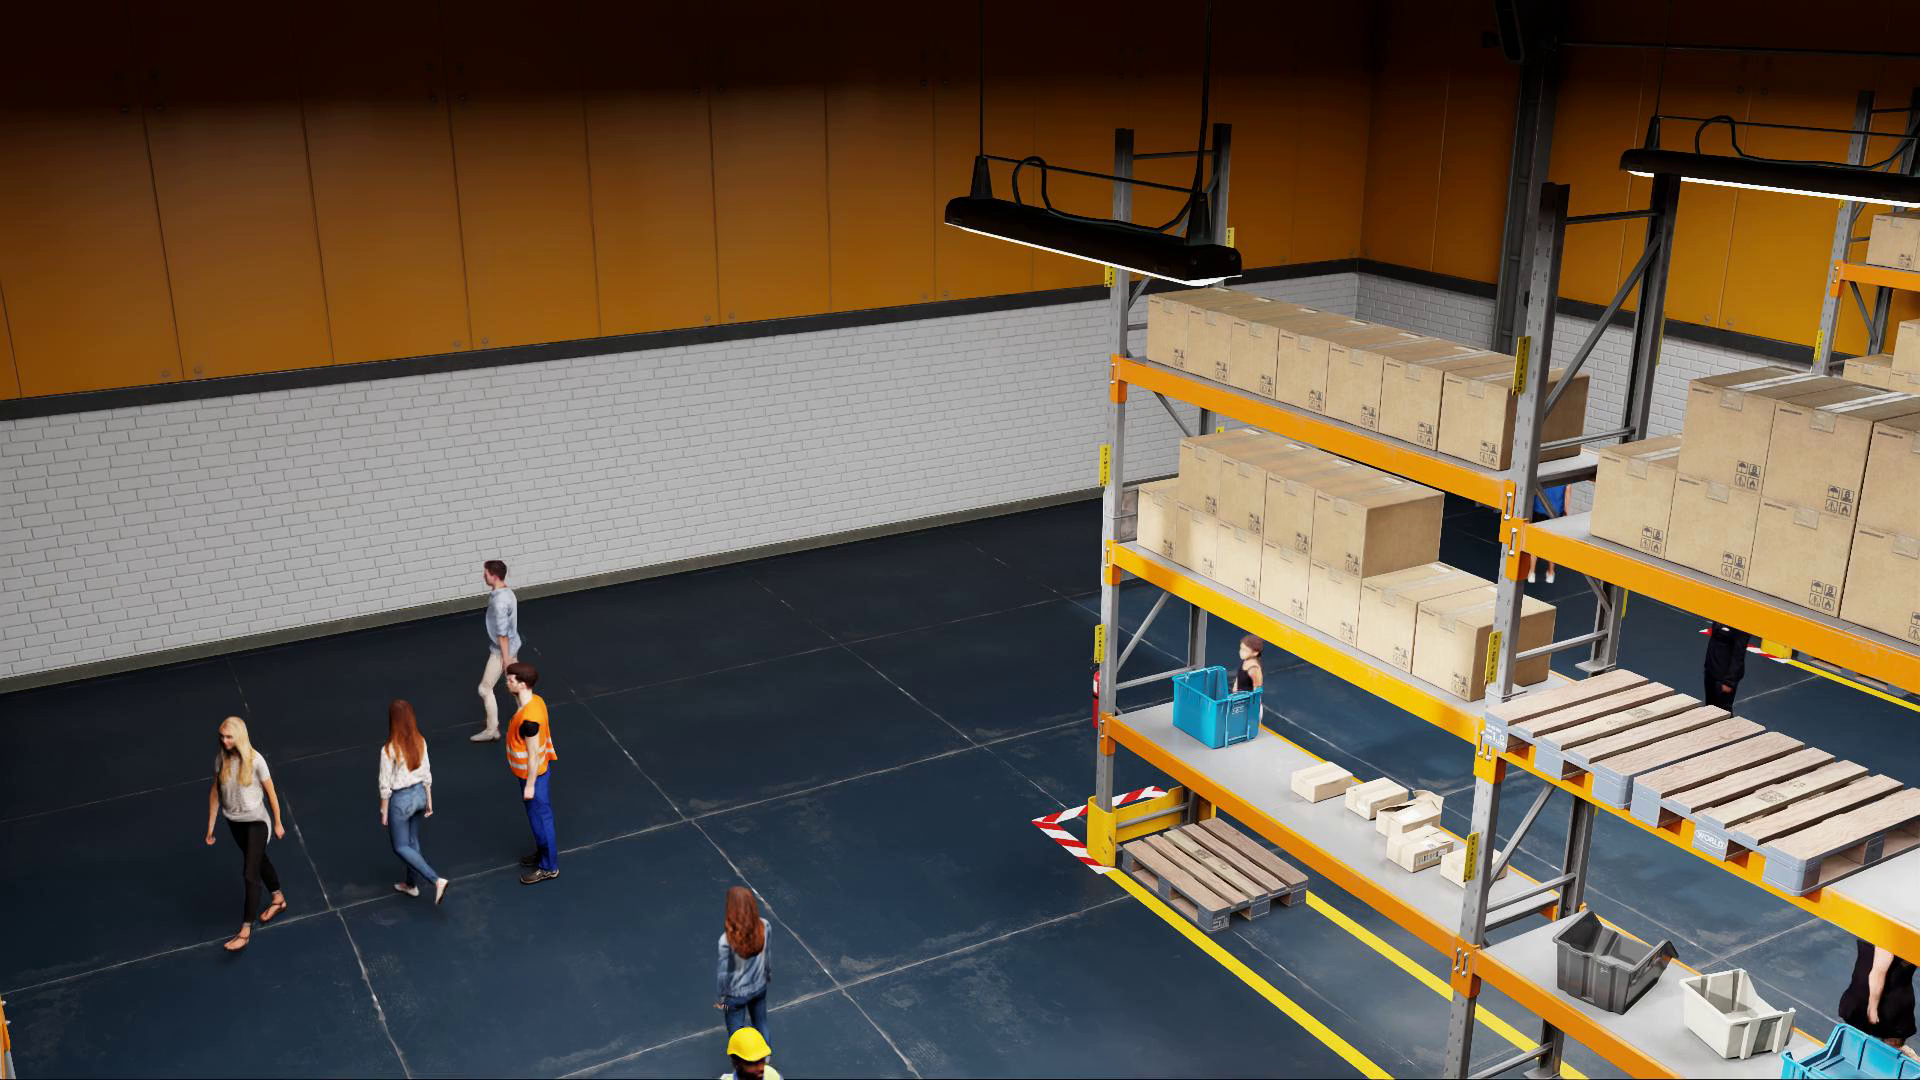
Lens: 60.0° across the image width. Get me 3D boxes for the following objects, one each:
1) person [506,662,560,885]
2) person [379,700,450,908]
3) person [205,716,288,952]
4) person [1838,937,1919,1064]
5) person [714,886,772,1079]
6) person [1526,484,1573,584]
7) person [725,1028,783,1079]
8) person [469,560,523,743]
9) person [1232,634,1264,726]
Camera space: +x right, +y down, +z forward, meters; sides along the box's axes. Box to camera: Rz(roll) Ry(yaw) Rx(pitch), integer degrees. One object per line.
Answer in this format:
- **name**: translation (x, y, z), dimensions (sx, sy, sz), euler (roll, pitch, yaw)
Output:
- **person**: translation (-3.466, 1.869, 13.528), dimensions (0.809, 1.889, 0.666), euler (-4, 19, -13)
- **person**: translation (-4.302, 2.106, 13.110), dimensions (1.048, 1.707, 0.844), euler (12, 22, 32)
- **person**: translation (-5.421, 2.159, 12.815), dimensions (1.055, 1.794, 1.115), euler (5, 19, 14)
- **person**: translation (5.956, 2.971, 10.568), dimensions (0.673, 1.689, 1.008), euler (-10, 21, -27)
- **person**: translation (-1.408, 2.953, 10.958), dimensions (0.620, 1.475, 0.563), euler (-16, 24, -39)
- **person**: translation (7.172, -0.393, 20.280), dimensions (0.763, 1.866, 0.797), euler (3, 19, 7)
- **person**: translation (-1.188, 3.428, 9.035), dimensions (0.769, 1.803, 0.970), euler (-15, 24, -38)
- **person**: translation (-4.285, 1.076, 15.986), dimensions (0.917, 1.824, 0.915), euler (-2, 19, -6)
- **person**: translation (2.680, 1.567, 15.005), dimensions (0.966, 1.519, 1.039), euler (1, 19, 3)
